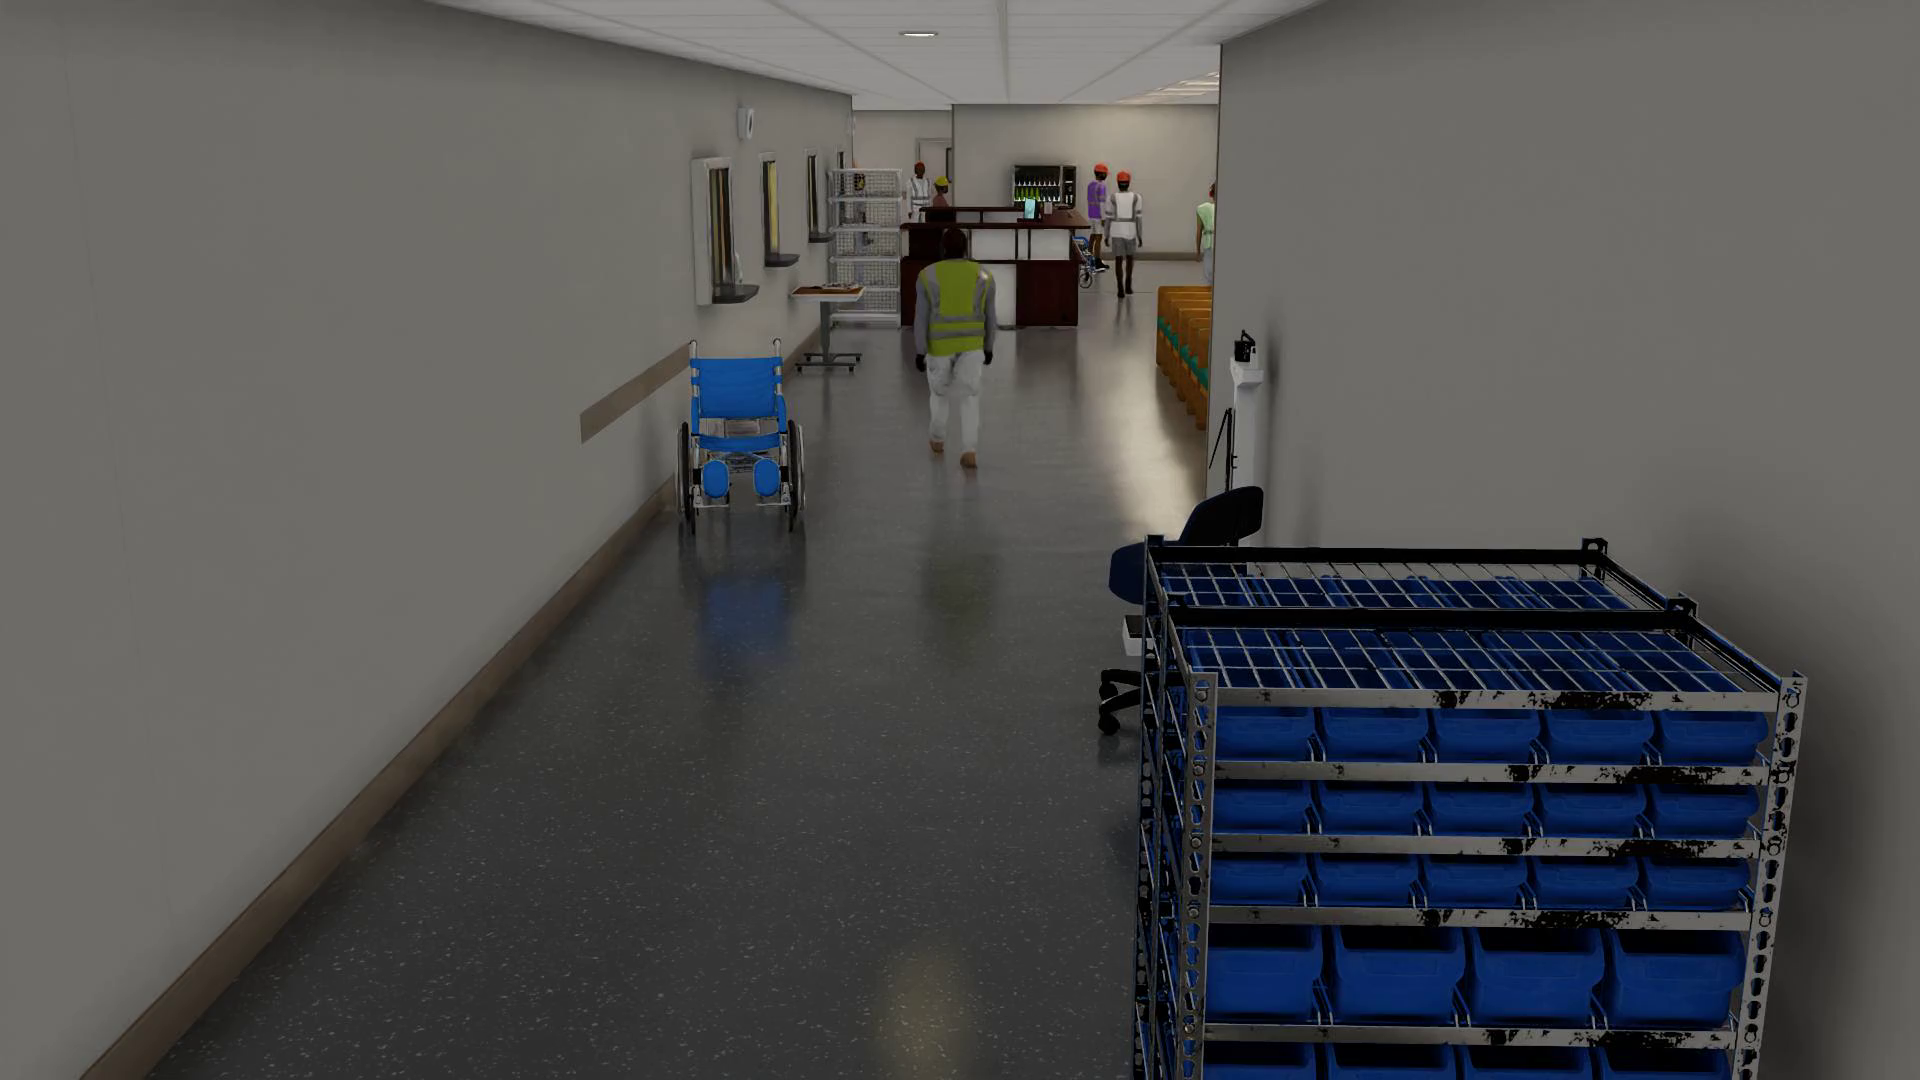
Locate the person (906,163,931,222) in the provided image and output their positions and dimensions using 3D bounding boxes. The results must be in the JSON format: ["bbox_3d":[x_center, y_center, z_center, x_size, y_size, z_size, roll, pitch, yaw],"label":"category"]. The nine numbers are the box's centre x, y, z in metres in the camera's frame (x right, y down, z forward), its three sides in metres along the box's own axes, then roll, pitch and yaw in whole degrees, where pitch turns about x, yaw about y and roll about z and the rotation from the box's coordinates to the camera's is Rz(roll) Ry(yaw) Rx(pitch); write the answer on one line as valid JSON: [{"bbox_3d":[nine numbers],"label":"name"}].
[{"bbox_3d":[-0.813,-6.647,33.533,0.576,1.882,0.355,-10,17,-34],"label":"person"}]

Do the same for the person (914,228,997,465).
[{"bbox_3d":[-0.035,-1.498,12.835,0.652,1.789,0.979,-2,14,-7],"label":"person"}]

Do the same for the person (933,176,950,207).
[{"bbox_3d":[-0.308,-5.189,27.851,0.304,1.772,0.525,-5,15,-18],"label":"person"}]

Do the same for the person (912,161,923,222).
[{"bbox_3d":[-1.036,-8.551,41.507,0.329,1.764,0.524,-7,16,-27],"label":"person"}]

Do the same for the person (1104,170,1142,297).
[{"bbox_3d":[2.501,-4.704,25.566,0.582,1.918,0.610,0,14,1],"label":"person"}]

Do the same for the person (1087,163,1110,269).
[{"bbox_3d":[2.564,-5.992,30.770,0.381,1.931,0.548,-6,15,-23],"label":"person"}]
